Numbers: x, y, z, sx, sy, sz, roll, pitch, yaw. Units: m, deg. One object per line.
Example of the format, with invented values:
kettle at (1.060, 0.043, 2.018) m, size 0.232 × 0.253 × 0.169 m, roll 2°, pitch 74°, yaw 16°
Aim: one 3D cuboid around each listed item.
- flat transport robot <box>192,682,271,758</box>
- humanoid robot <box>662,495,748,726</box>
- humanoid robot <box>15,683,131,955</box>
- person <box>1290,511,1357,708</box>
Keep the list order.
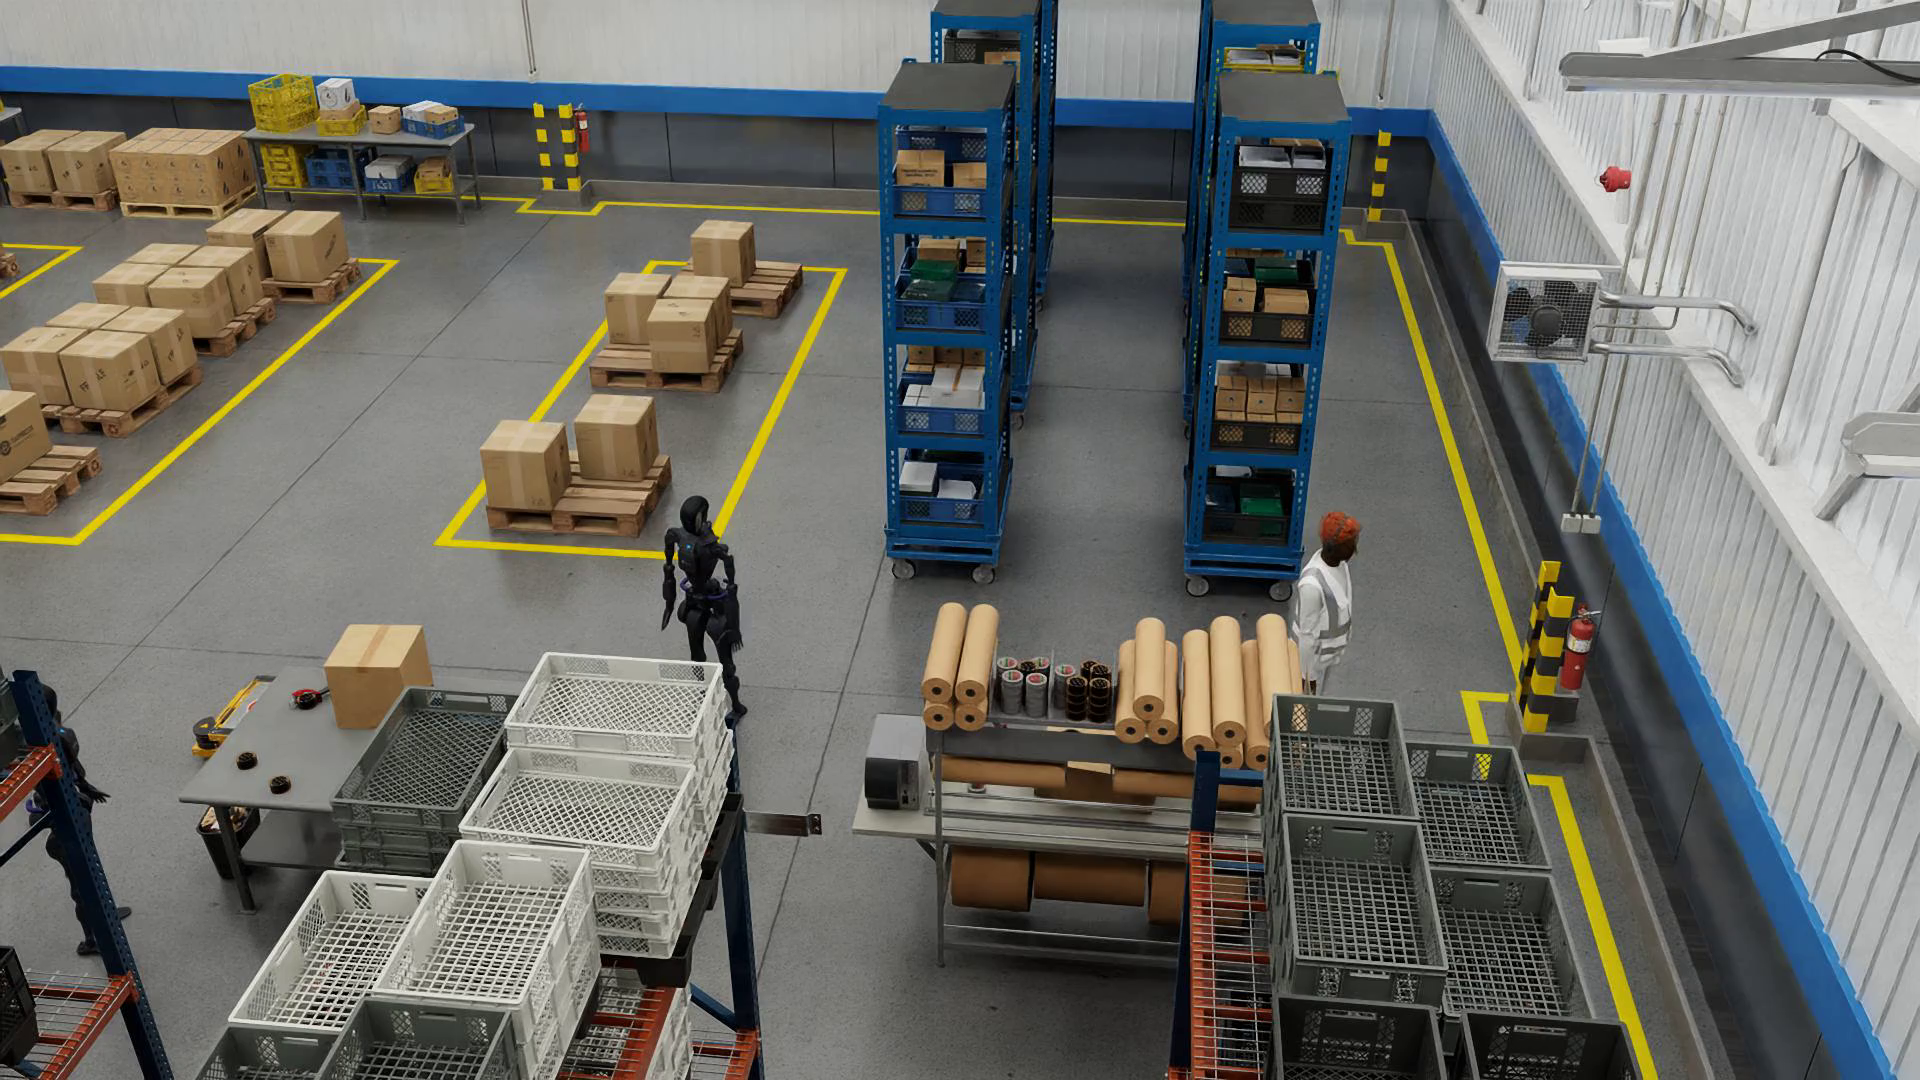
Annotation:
flat transport robot at (-4.089, 1.163, 10.648) m, size 1.431 × 0.197 × 0.652 m, roll 3°, pitch 30°, yaw 6°
humanoid robot at (-1.620, 0.446, 10.504) m, size 0.581 × 1.652 × 0.337 m, roll 16°, pitch 34°, yaw 26°
humanoid robot at (-4.700, 1.446, 8.777) m, size 0.315 × 1.656 × 0.609 m, roll -8°, pitch 31°, yaw -14°
person at (2.147, 0.672, 9.917) m, size 0.356 × 1.881 × 0.572 m, roll 14°, pitch 33°, yaw 23°
